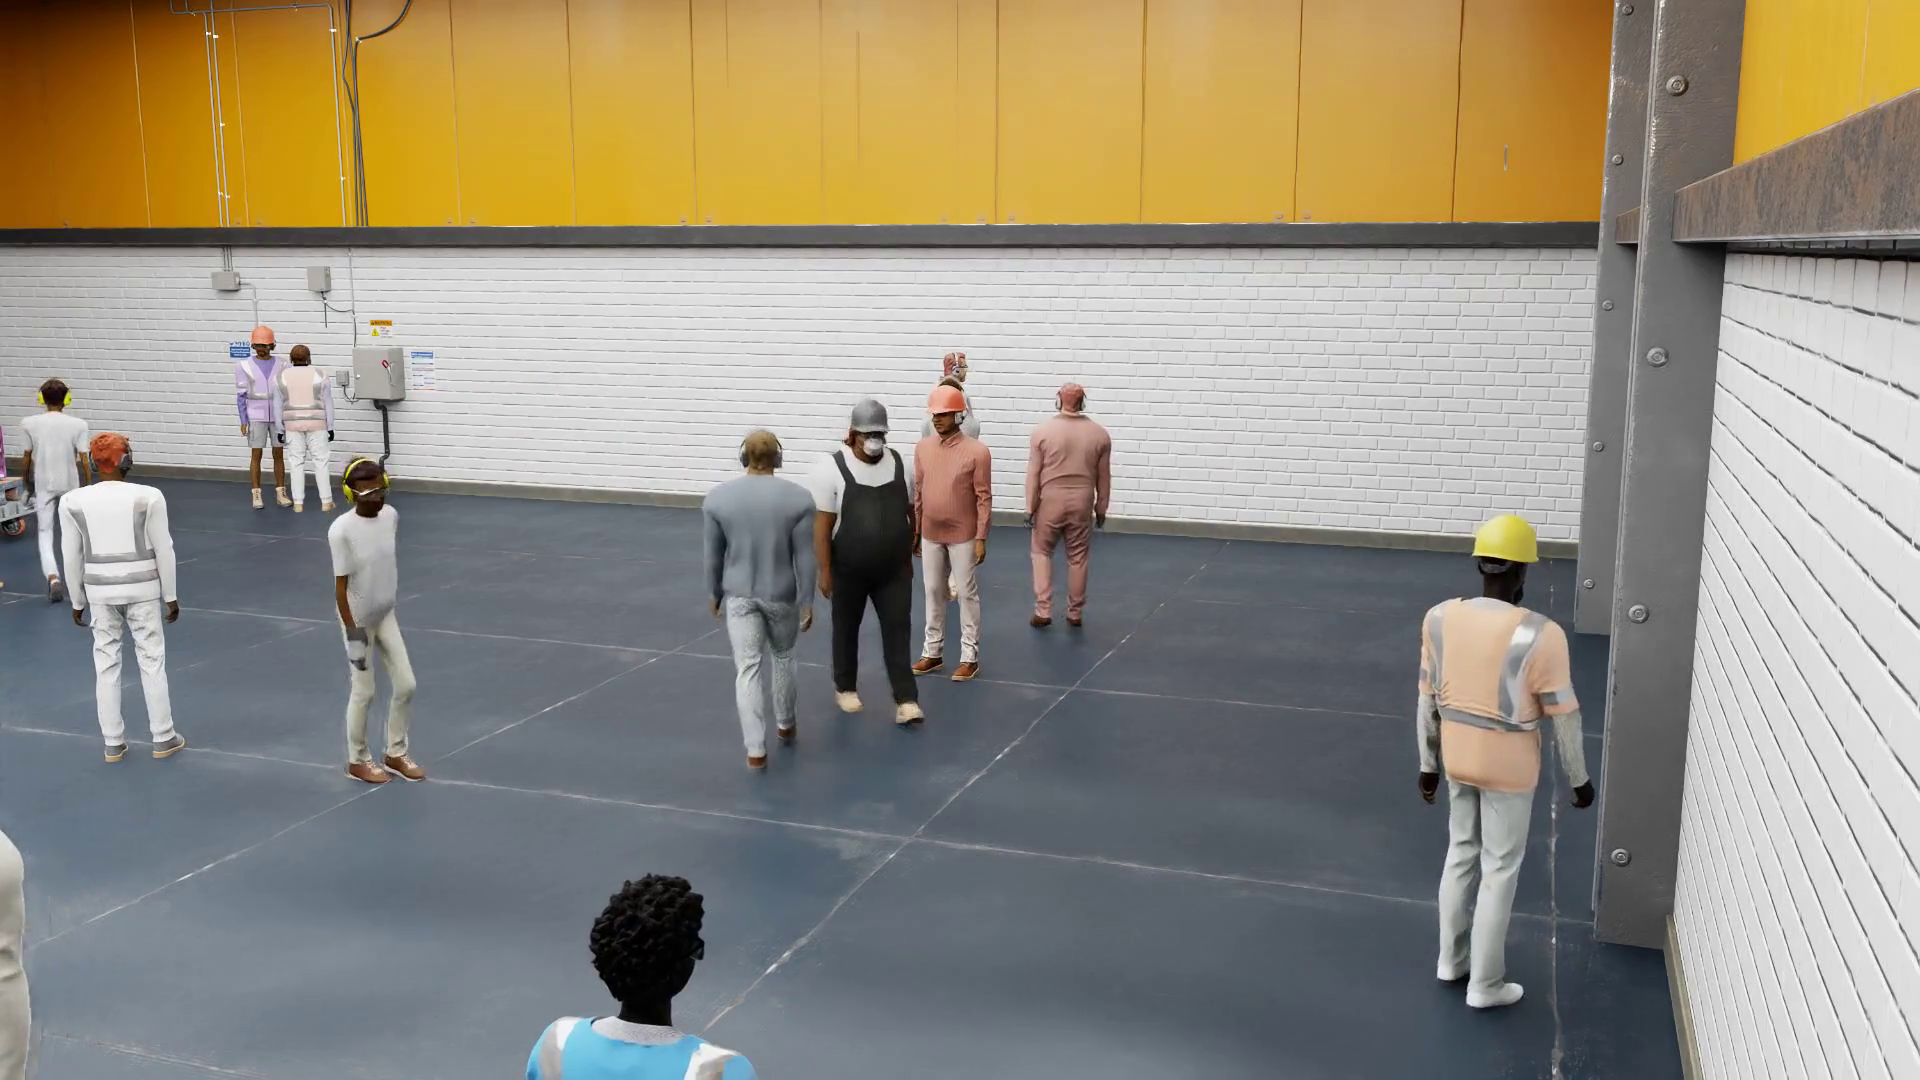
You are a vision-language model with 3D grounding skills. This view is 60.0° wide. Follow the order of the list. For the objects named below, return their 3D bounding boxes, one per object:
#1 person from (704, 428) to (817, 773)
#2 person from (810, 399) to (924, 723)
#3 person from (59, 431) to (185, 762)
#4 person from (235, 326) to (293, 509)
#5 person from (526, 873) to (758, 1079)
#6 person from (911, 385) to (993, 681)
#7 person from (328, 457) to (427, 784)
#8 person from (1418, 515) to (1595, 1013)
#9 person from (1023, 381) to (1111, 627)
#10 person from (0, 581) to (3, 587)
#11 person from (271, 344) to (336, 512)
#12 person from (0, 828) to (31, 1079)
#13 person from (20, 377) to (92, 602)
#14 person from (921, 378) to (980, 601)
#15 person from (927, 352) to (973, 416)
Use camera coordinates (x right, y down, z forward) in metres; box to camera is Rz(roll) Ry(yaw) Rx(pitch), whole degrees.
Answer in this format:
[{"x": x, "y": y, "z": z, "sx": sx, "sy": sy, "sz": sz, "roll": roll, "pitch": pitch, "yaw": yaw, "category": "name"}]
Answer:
[{"x": -1.129, "y": 0.308, "z": 9.500, "sx": 0.637, "sy": 1.897, "sz": 0.941, "roll": -1, "pitch": 10, "yaw": -4, "category": "person"}, {"x": -0.544, "y": 0.117, "z": 10.159, "sx": 0.704, "sy": 2.000, "sz": 0.957, "roll": -4, "pitch": 11, "yaw": -20, "category": "person"}, {"x": -4.745, "y": 0.322, "z": 9.440, "sx": 0.573, "sy": 1.887, "sz": 0.354, "roll": -3, "pitch": 10, "yaw": -14, "category": "person"}, {"x": -7.704, "y": -1.363, "z": 18.509, "sx": 0.605, "sy": 2.037, "sz": 0.394, "roll": -7, "pitch": 12, "yaw": -35, "category": "person"}, {"x": -0.608, "y": 1.496, "z": 3.365, "sx": 0.535, "sy": 1.697, "sz": 0.318, "roll": 4, "pitch": 11, "yaw": 20, "category": "person"}, {"x": -0.079, "y": -0.048, "z": 11.220, "sx": 0.619, "sy": 1.994, "sz": 0.381, "roll": 6, "pitch": 12, "yaw": 29, "category": "person"}, {"x": -3.174, "y": 0.447, "z": 8.907, "sx": 0.540, "sy": 1.820, "sz": 0.555, "roll": 5, "pitch": 11, "yaw": 25, "category": "person"}, {"x": 2.055, "y": 0.855, "z": 6.355, "sx": 0.449, "sy": 1.914, "sz": 0.607, "roll": -7, "pitch": 12, "yaw": -36, "category": "person"}, {"x": 0.797, "y": -0.257, "z": 12.674, "sx": 0.708, "sy": 1.900, "sz": 0.424, "roll": -2, "pitch": 10, "yaw": -12, "category": "person"}, {"x": -8.339, "y": -0.530, "z": 13.940, "sx": 0.392, "sy": 1.991, "sz": 0.612, "roll": -2, "pitch": 10, "yaw": -9, "category": "person"}, {"x": -7.189, "y": -1.224, "z": 18.275, "sx": 0.619, "sy": 1.845, "sz": 0.430, "roll": -3, "pitch": 10, "yaw": -14, "category": "person"}, {"x": -2.513, "y": 1.275, "z": 3.961, "sx": 0.650, "sy": 1.924, "sz": 0.429, "roll": 2, "pitch": 10, "yaw": 11, "category": "person"}, {"x": -7.486, "y": -0.421, "z": 13.760, "sx": 0.558, "sy": 1.851, "sz": 0.747, "roll": -6, "pitch": 11, "yaw": -29, "category": "person"}, {"x": -0.077, "y": -0.433, "z": 13.813, "sx": 0.506, "sy": 1.854, "sz": 0.514, "roll": 0, "pitch": 10, "yaw": -2, "category": "person"}, {"x": -0.056, "y": -0.852, "z": 15.998, "sx": 0.402, "sy": 1.906, "sz": 0.651, "roll": -5, "pitch": 11, "yaw": -26, "category": "person"}]
